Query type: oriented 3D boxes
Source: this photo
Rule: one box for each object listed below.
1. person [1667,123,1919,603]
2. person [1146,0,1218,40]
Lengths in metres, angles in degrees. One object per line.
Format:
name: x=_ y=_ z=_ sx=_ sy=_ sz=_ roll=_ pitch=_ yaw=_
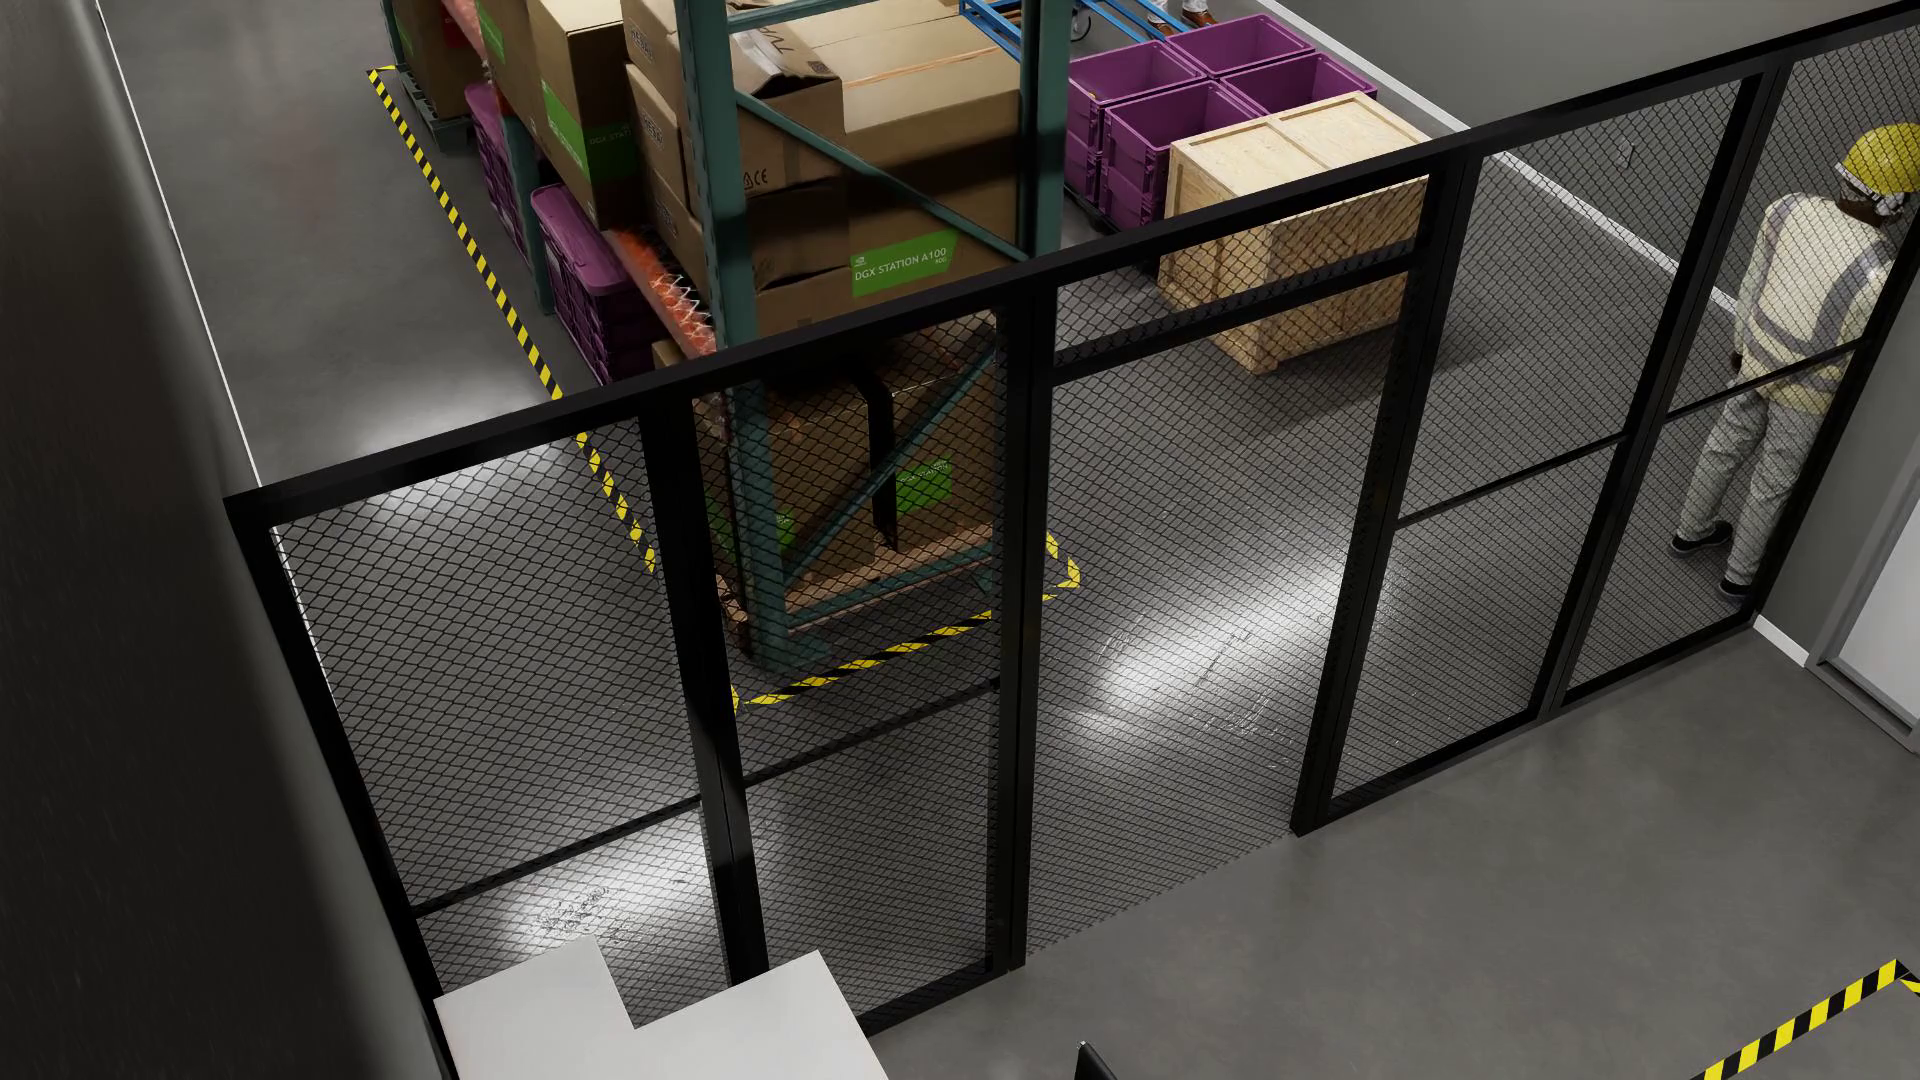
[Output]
person: x=2.857 y=-0.573 z=5.650 sx=0.403 sy=1.833 sz=0.586 roll=-14 pitch=44 yaw=-15
person: x=1.274 y=-3.628 z=8.915 sx=0.631 sy=1.940 sz=0.372 roll=-22 pitch=47 yaw=-22
